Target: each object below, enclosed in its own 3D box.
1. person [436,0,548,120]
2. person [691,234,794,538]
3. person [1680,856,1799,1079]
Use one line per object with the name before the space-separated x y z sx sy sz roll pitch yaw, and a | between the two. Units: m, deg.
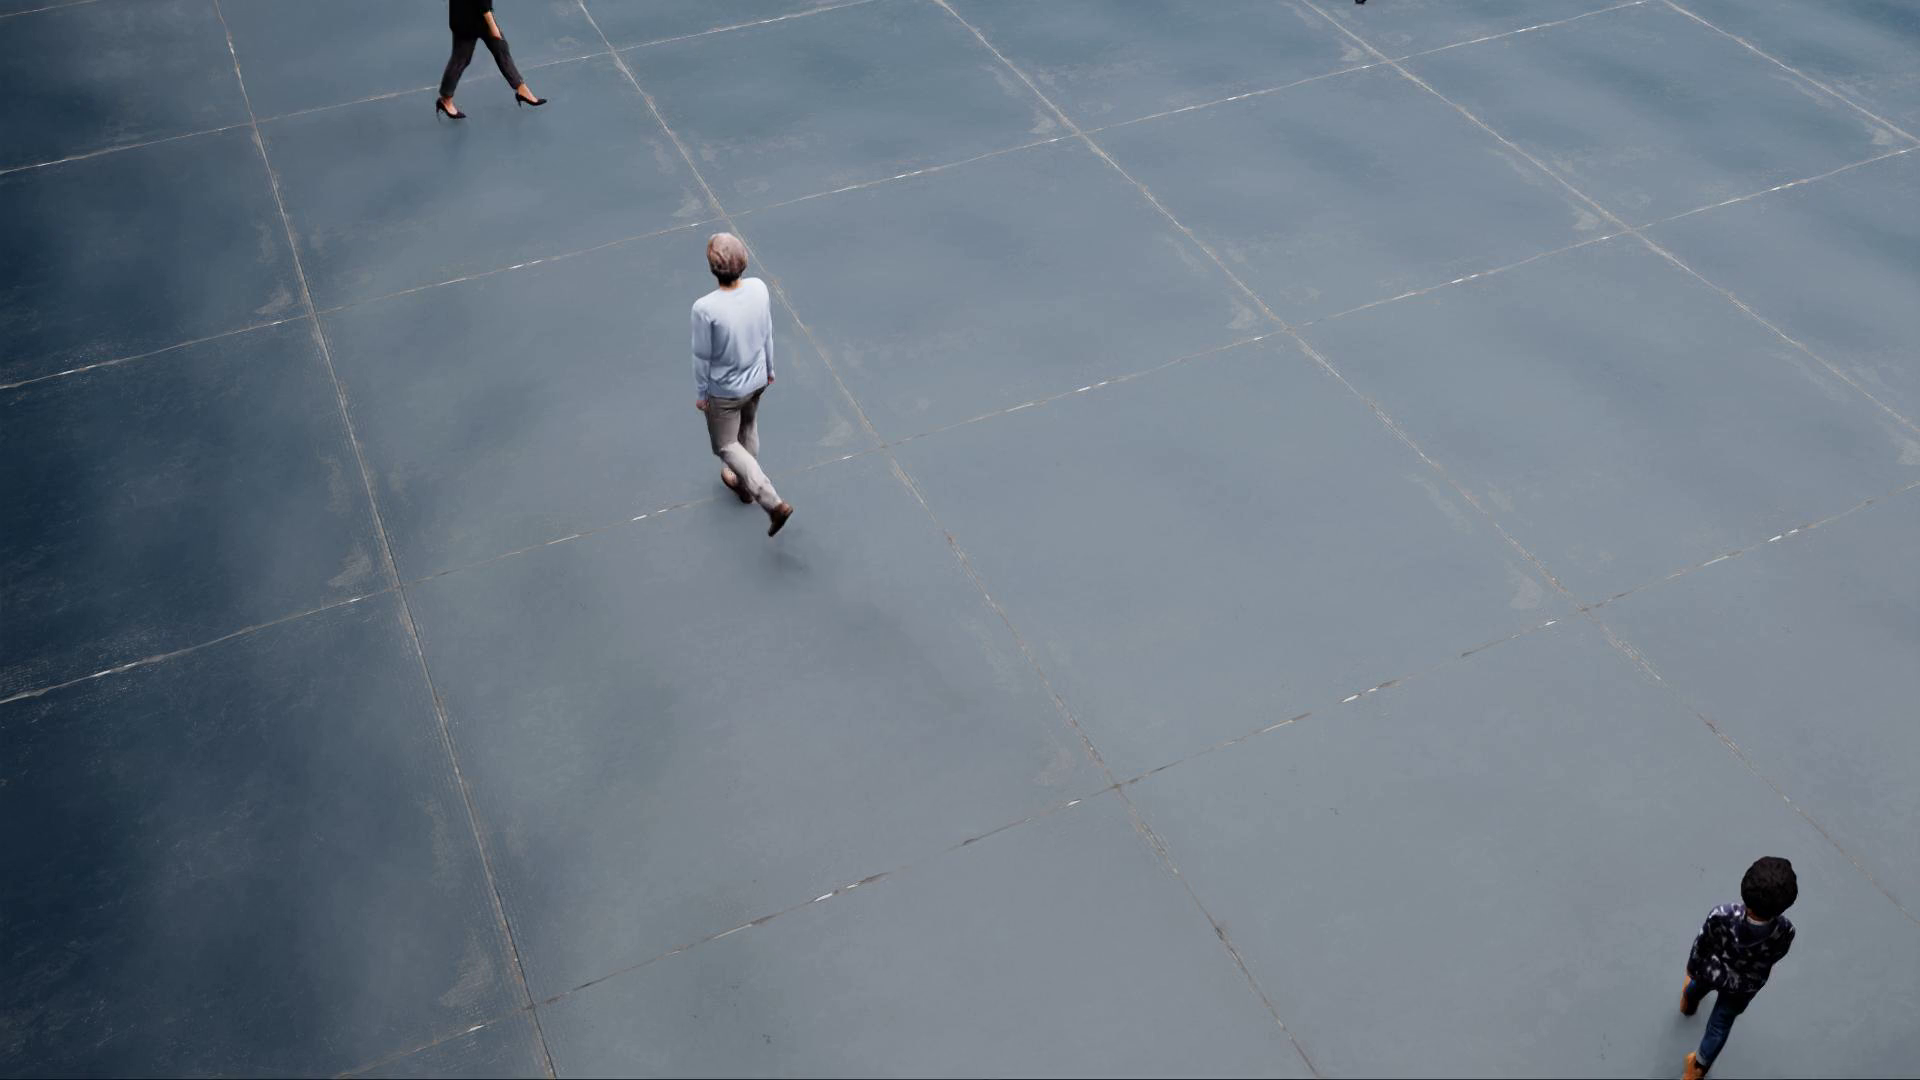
person | -3.883 -4.036 12.960 0.835 1.668 1.086 -10 43 -11
person | -1.201 -0.823 9.271 0.865 1.871 1.152 -30 50 -29
person | 3.186 1.802 6.861 0.850 1.225 0.858 18 45 19
